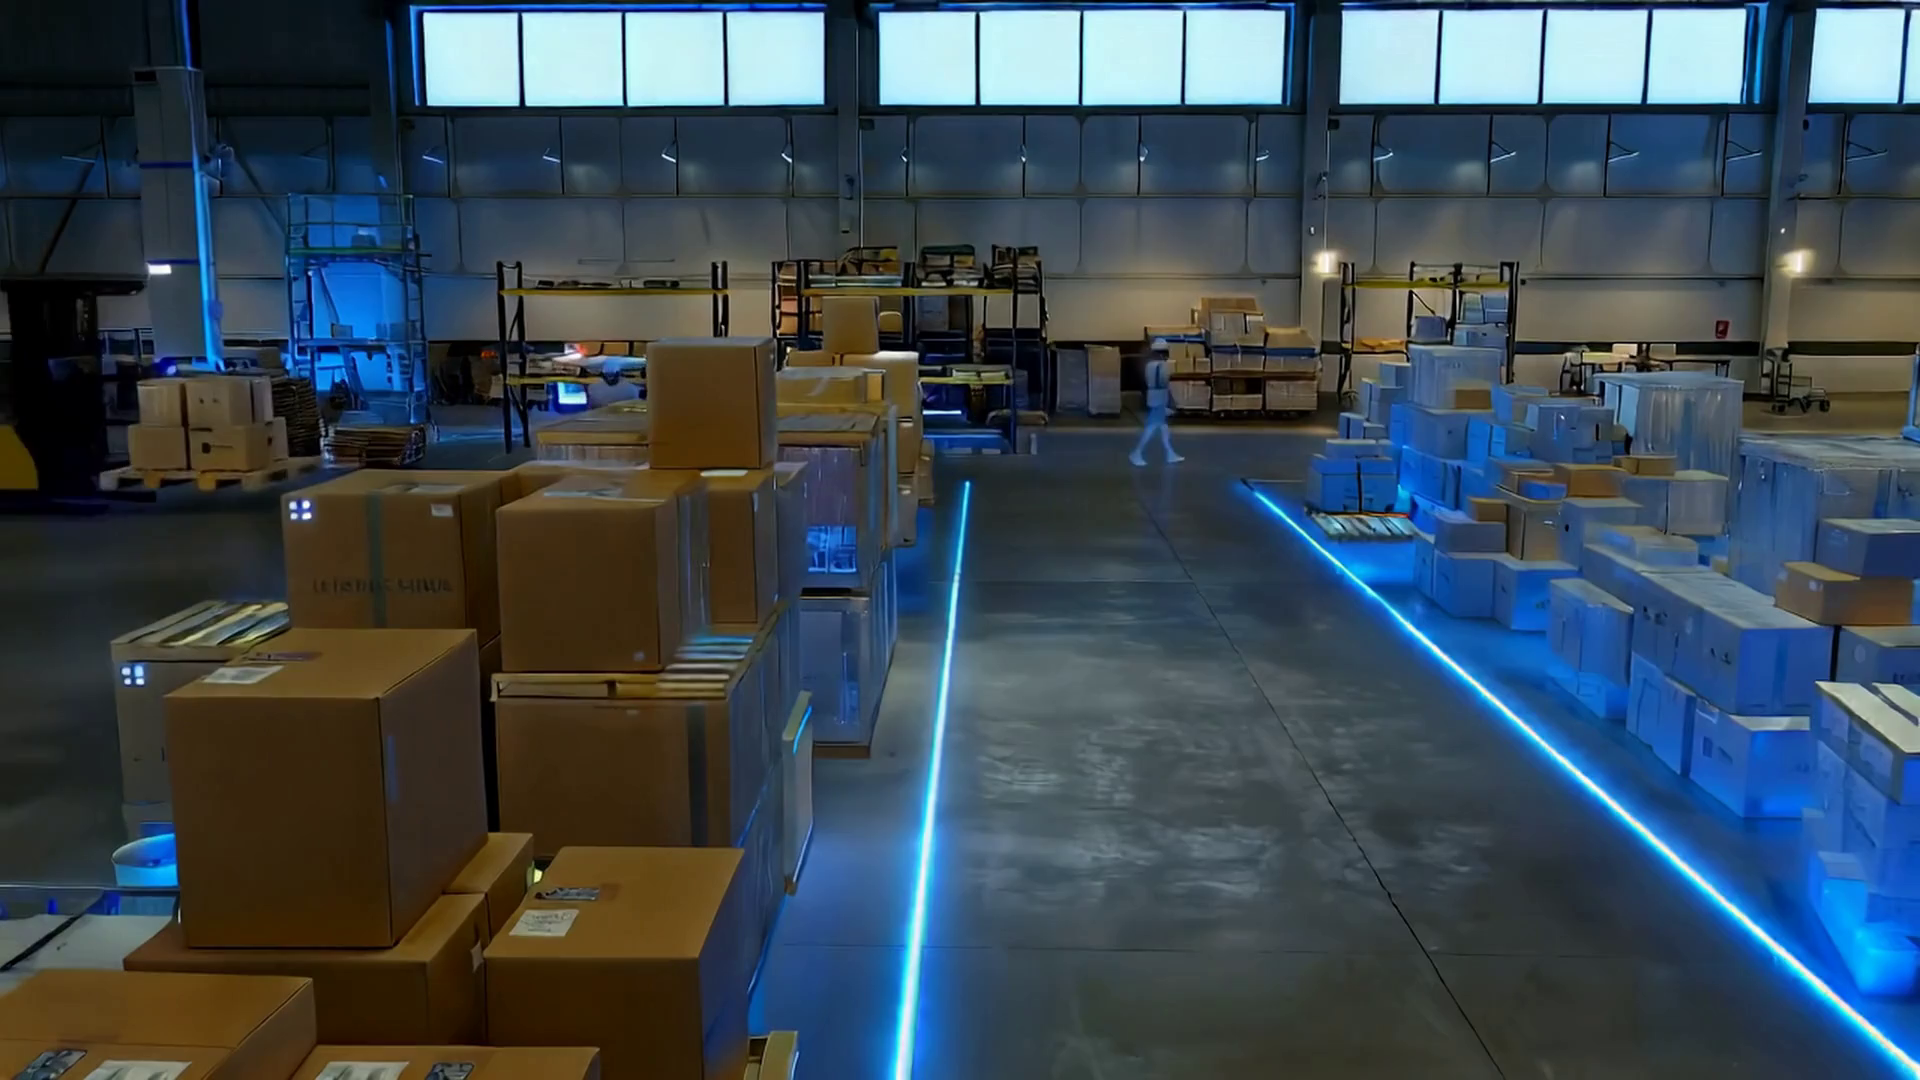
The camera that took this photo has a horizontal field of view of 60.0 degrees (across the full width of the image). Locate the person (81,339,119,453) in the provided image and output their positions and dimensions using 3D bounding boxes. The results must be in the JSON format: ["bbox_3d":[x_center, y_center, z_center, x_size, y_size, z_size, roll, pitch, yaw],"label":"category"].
[{"bbox_3d":[-12.605,-1.963,24.233,0.625,1.923,0.503,-3,10,-18],"label":"person"}]

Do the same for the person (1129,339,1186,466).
[{"bbox_3d":[2.945,-2.059,24.946,0.998,1.900,0.540,-3,10,-19],"label":"person"}]

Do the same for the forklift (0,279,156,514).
[{"bbox_3d":[-11.104,-1.772,20.248,1.873,2.768,1.129,1,10,5],"label":"forklift"}]

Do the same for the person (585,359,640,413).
[{"bbox_3d":[-4.144,-1.221,19.948,0.639,1.895,1.011,2,10,9],"label":"person"}]
